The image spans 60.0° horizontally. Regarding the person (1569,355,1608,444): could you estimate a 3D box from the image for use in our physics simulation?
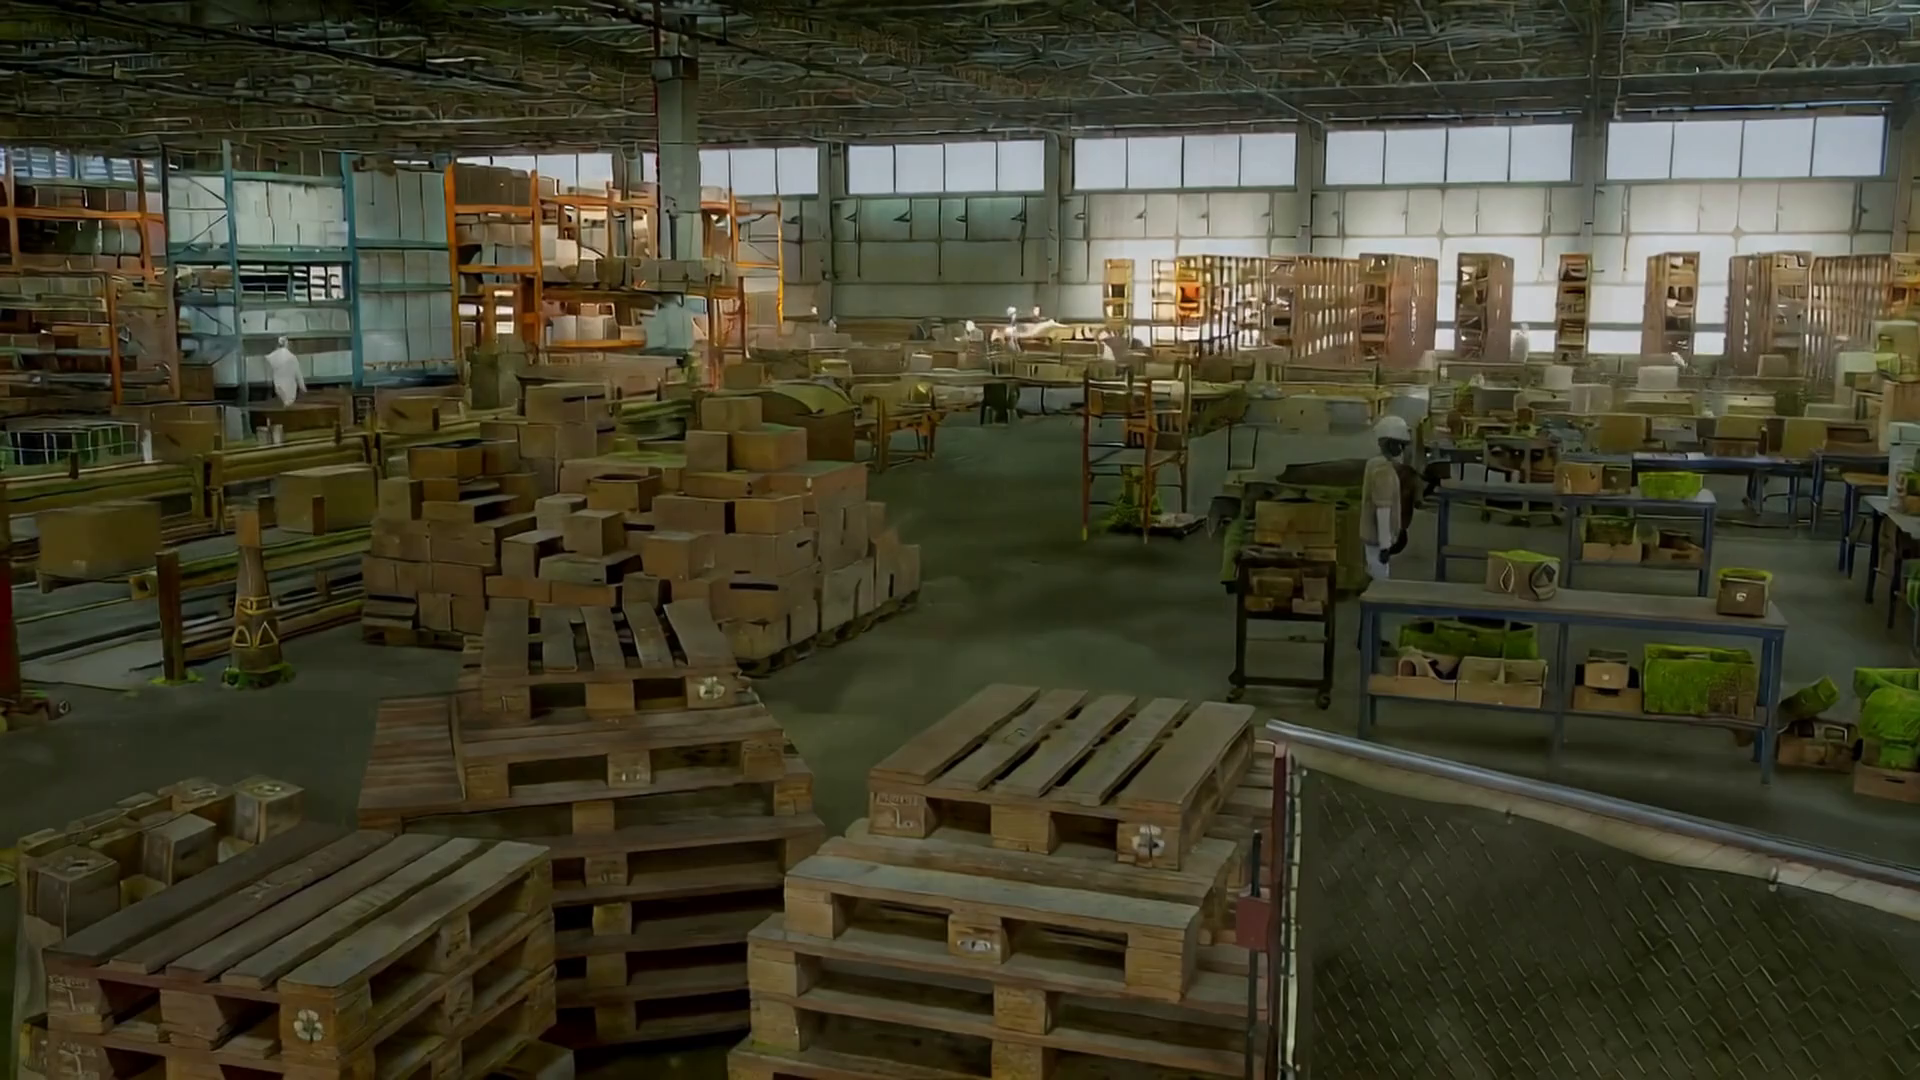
[{"bbox_3d":[11.341,-2.513,29.852,0.632,1.617,0.508,2,9,11],"label":"person"}]

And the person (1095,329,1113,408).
[{"bbox_3d":[3.279,-3.918,38.034,0.480,1.815,0.616,1,9,5],"label":"person"}]

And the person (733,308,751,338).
[{"bbox_3d":[-7.803,-7.444,59.871,0.646,1.901,0.974,3,10,19],"label":"person"}]

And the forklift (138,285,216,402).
[{"bbox_3d":[-17.480,-4.200,36.461,1.873,2.768,1.129,3,10,19],"label":"forklift"}]

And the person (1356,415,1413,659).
[{"bbox_3d":[3.382,-0.033,13.255,0.377,1.932,0.552,1,9,7],"label":"person"}]

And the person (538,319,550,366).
[{"bbox_3d":[-12.264,-5.649,49.052,0.309,1.769,0.525,-5,10,-27],"label":"person"}]

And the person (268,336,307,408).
[{"bbox_3d":[-12.690,-2.925,31.568,0.685,1.879,0.773,4,10,21],"label":"person"}]

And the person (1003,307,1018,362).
[{"bbox_3d":[1.611,-6.603,54.318,1.041,1.986,0.640,1,9,6],"label":"person"}]

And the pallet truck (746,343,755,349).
[{"bbox_3d":[-6.183,-4.618,44.264,1.601,1.201,0.680,-9,12,-43],"label":"pallet truck"}]

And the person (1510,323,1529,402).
[{"bbox_3d":[13.389,-4.234,39.734,0.399,1.905,0.642,0,9,1],"label":"person"}]

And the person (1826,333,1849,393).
[{"bbox_3d":[19.648,-3.731,37.049,0.738,1.736,0.552,6,11,34],"label":"person"}]

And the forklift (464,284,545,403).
[{"bbox_3d":[-10.832,-4.702,39.610,1.129,2.768,1.873,3,10,20],"label":"forklift"}]

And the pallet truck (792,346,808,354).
[{"bbox_3d":[-3.705,-4.298,42.022,0.653,1.274,1.630,3,10,20],"label":"pallet truck"}]
